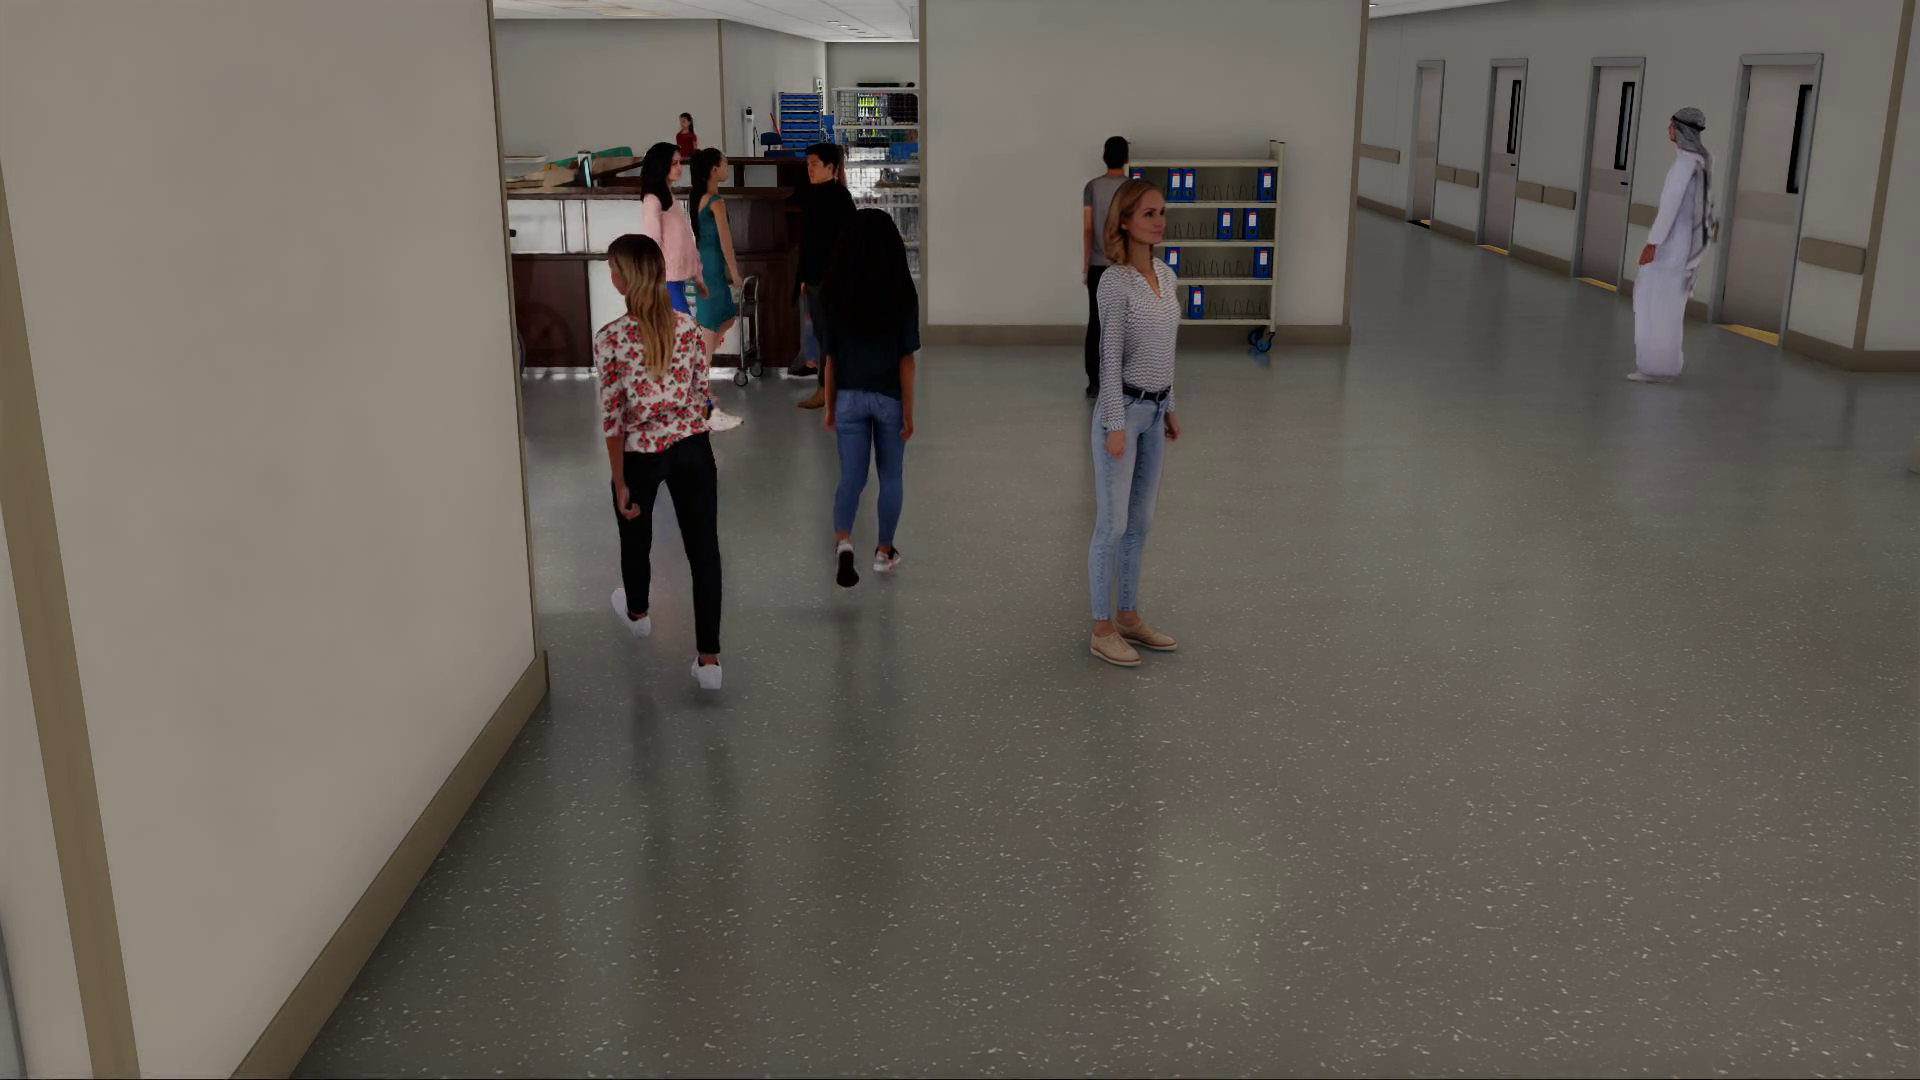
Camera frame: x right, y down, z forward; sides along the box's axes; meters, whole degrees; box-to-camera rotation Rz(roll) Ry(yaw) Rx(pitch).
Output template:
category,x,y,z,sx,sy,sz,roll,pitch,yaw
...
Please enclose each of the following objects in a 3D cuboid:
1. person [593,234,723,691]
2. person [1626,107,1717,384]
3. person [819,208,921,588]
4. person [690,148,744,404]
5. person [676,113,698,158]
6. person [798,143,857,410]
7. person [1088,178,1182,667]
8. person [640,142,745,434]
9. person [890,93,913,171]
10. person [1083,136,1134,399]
category,x,y,z,sx,sy,sz,roll,pitch,yaw
person,-1.018,-0.225,5.867,1.153,1.573,0.983,-7,17,-22
person,5.120,-2.064,11.744,0.900,1.922,0.868,9,18,28
person,-0.388,-0.563,7.027,0.977,1.592,0.739,2,16,8
person,-1.728,-1.723,10.992,0.679,1.674,0.656,-7,17,-23
person,-4.190,-5.775,25.576,0.635,1.560,0.701,6,17,19
person,-0.812,-1.735,10.986,1.080,1.700,0.973,-13,20,-38
person,0.642,-0.438,6.209,0.711,1.796,0.667,13,20,39
person,-1.862,-1.499,10.069,0.971,1.743,0.709,2,16,6
person,-1.345,-9.149,37.243,0.698,1.723,0.751,3,16,10
person,1.056,-1.849,11.291,0.543,1.754,0.720,3,16,12
